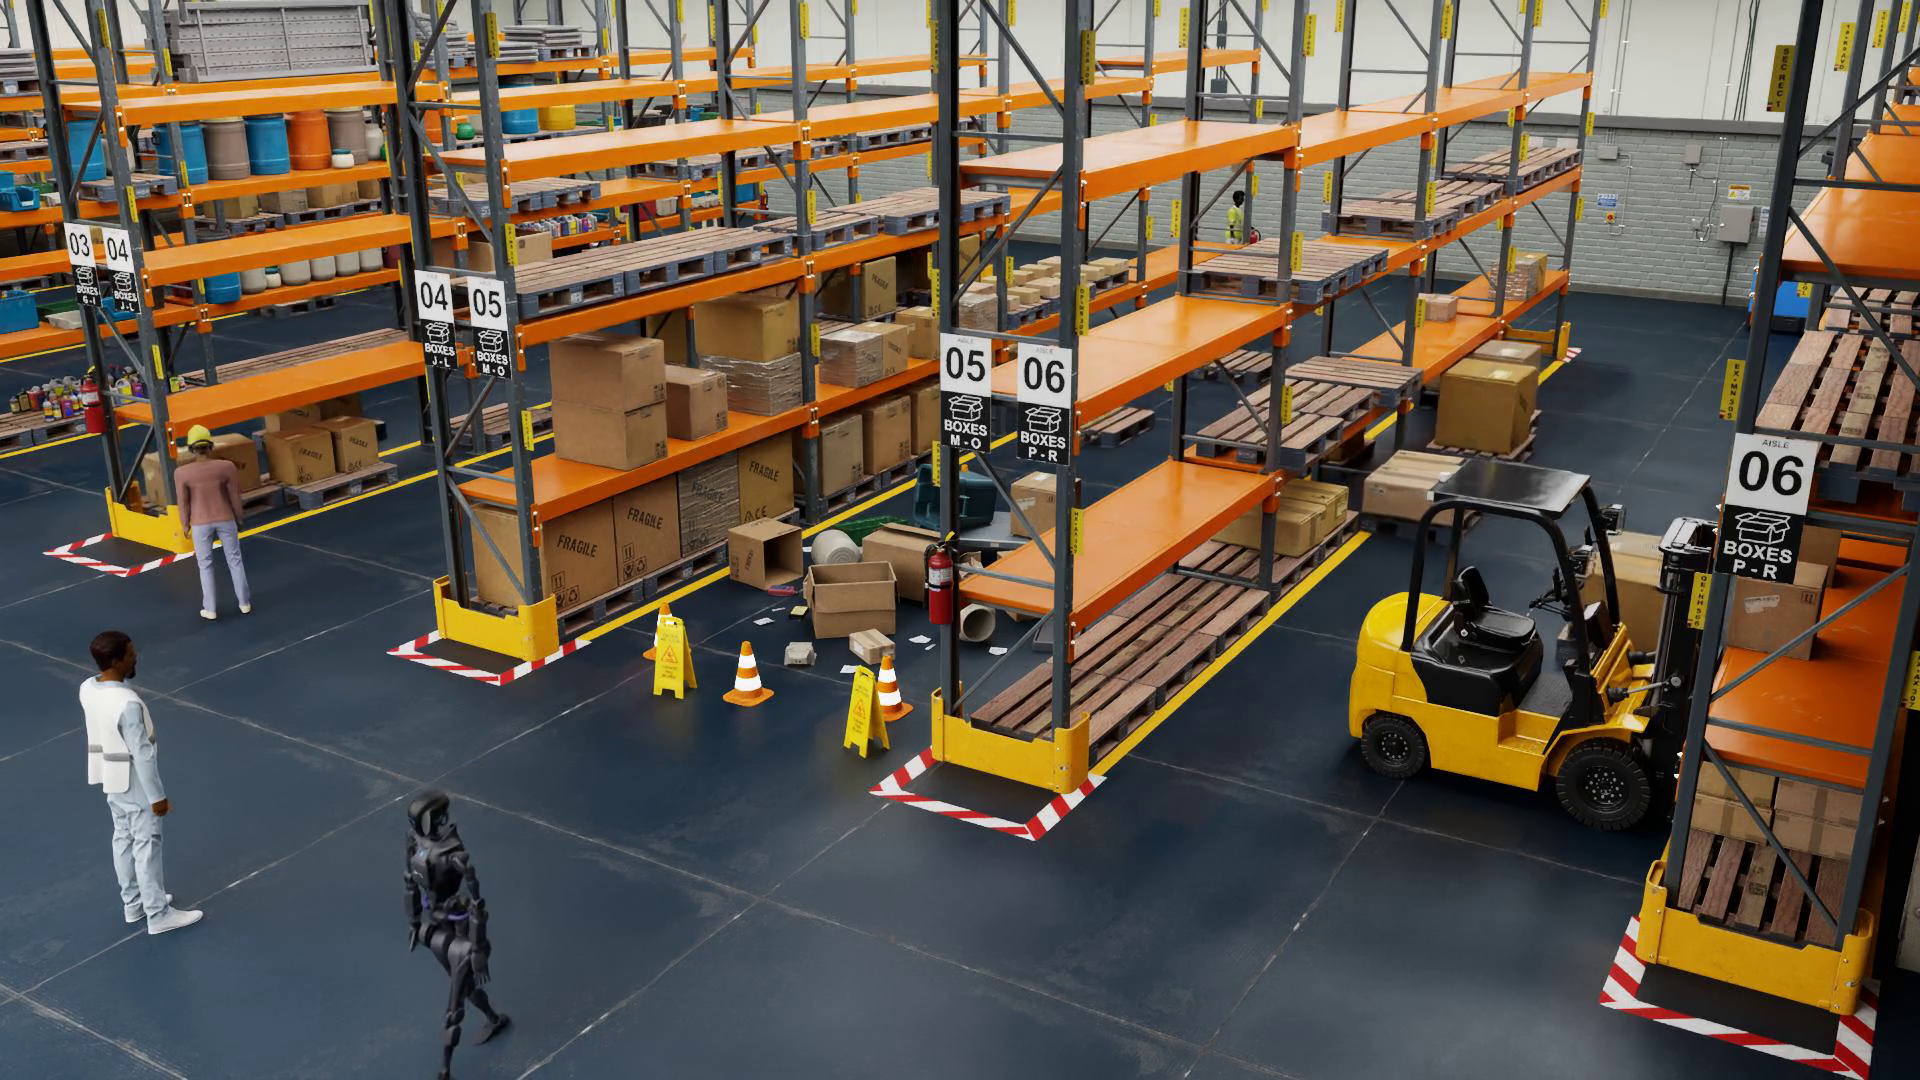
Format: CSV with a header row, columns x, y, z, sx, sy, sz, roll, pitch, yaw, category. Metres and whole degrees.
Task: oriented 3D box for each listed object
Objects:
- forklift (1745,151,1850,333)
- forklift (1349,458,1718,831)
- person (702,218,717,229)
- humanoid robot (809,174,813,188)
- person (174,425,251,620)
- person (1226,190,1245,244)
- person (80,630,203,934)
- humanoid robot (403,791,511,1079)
x,y,z,sx,sy,sz,roll,pitch,yaw,category
13.620,-4.667,26.137,1.873,2.768,1.129,11,22,29,forklift
3.988,0.658,11.776,2.313,2.155,1.214,11,22,29,forklift
-5.264,-7.043,34.808,0.490,1.688,0.348,-6,20,-17,person
-3.215,-7.069,34.876,0.315,1.657,0.599,1,19,2,humanoid robot
-6.663,-0.164,14.815,0.521,1.759,0.348,-12,22,-30,person
5.045,-5.557,30.497,0.321,1.693,0.529,9,21,24,person
-4.948,1.443,9.921,0.590,1.919,0.393,14,23,35,person
-2.666,2.033,8.648,0.608,1.622,0.767,12,22,31,humanoid robot
